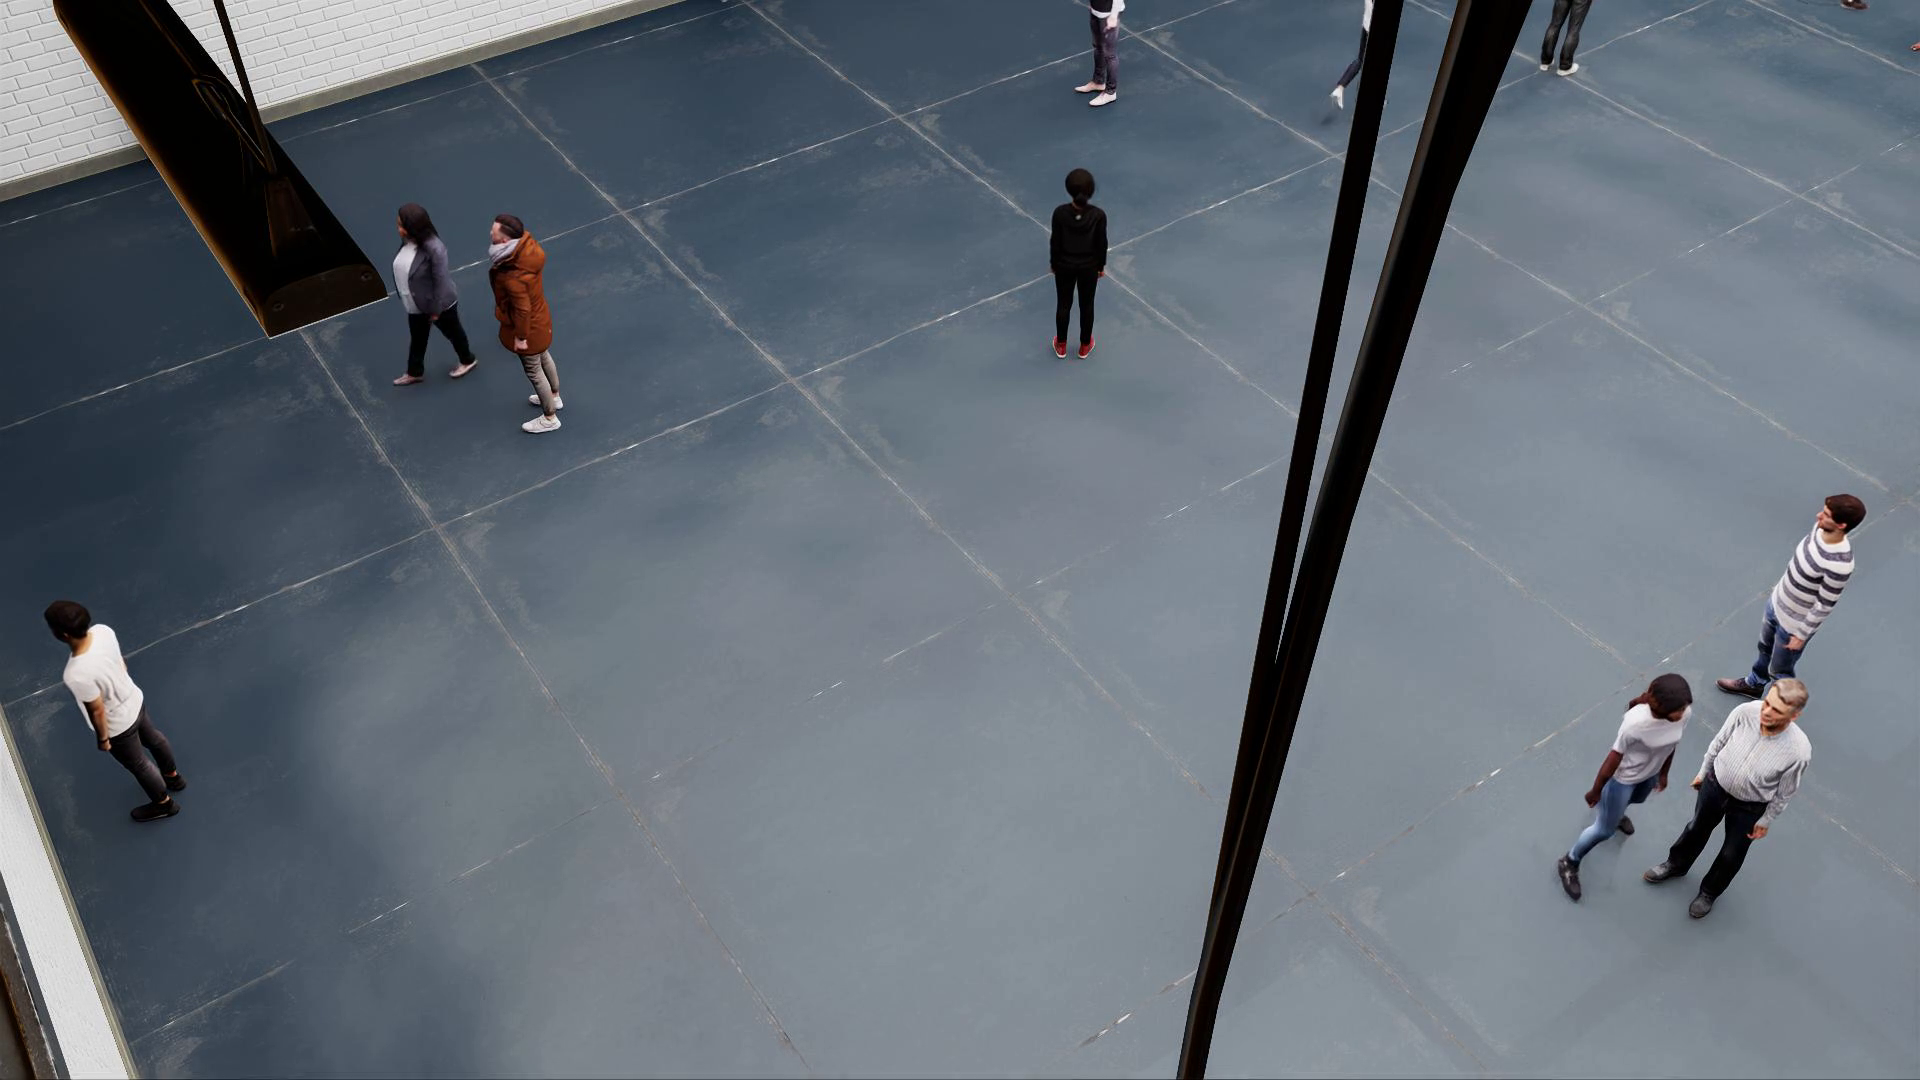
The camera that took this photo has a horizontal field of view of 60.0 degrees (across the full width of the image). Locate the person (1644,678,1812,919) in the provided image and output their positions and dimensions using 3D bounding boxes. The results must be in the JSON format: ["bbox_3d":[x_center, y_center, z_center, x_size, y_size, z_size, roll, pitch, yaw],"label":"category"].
[{"bbox_3d":[4.306,1.396,9.185,0.544,1.820,0.637,-25,49,-24],"label":"person"}]

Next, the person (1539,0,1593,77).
[{"bbox_3d":[6.087,-5.486,16.416,0.713,1.810,0.625,31,51,28],"label":"person"}]

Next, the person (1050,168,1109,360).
[{"bbox_3d":[0.917,-2.152,13.014,0.657,1.675,0.733,4,44,4],"label":"person"}]

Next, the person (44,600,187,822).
[{"bbox_3d":[-4.917,0.982,9.690,0.716,1.722,0.706,-2,44,-2],"label":"person"}]

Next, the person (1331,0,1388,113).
[{"bbox_3d":[3.908,-4.822,15.813,0.922,1.680,0.631,-27,50,-25],"label":"person"}]

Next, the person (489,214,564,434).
[{"bbox_3d":[-3.203,-1.622,12.339,0.893,1.839,0.851,0,44,0],"label":"person"}]

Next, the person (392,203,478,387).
[{"bbox_3d":[-4.013,-1.903,12.826,0.836,1.574,1.005,27,50,26],"label":"person"}]

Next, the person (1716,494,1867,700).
[{"bbox_3d":[5.126,0.431,10.173,0.760,1.854,0.715,5,44,5],"label":"person"}]

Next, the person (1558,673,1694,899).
[{"bbox_3d":[3.747,1.328,9.341,0.728,1.702,0.943,-17,46,-17],"label":"person"}]

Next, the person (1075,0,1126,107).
[{"bbox_3d":[1.401,-5.085,15.985,0.679,1.824,0.741,-15,46,-15],"label":"person"}]
